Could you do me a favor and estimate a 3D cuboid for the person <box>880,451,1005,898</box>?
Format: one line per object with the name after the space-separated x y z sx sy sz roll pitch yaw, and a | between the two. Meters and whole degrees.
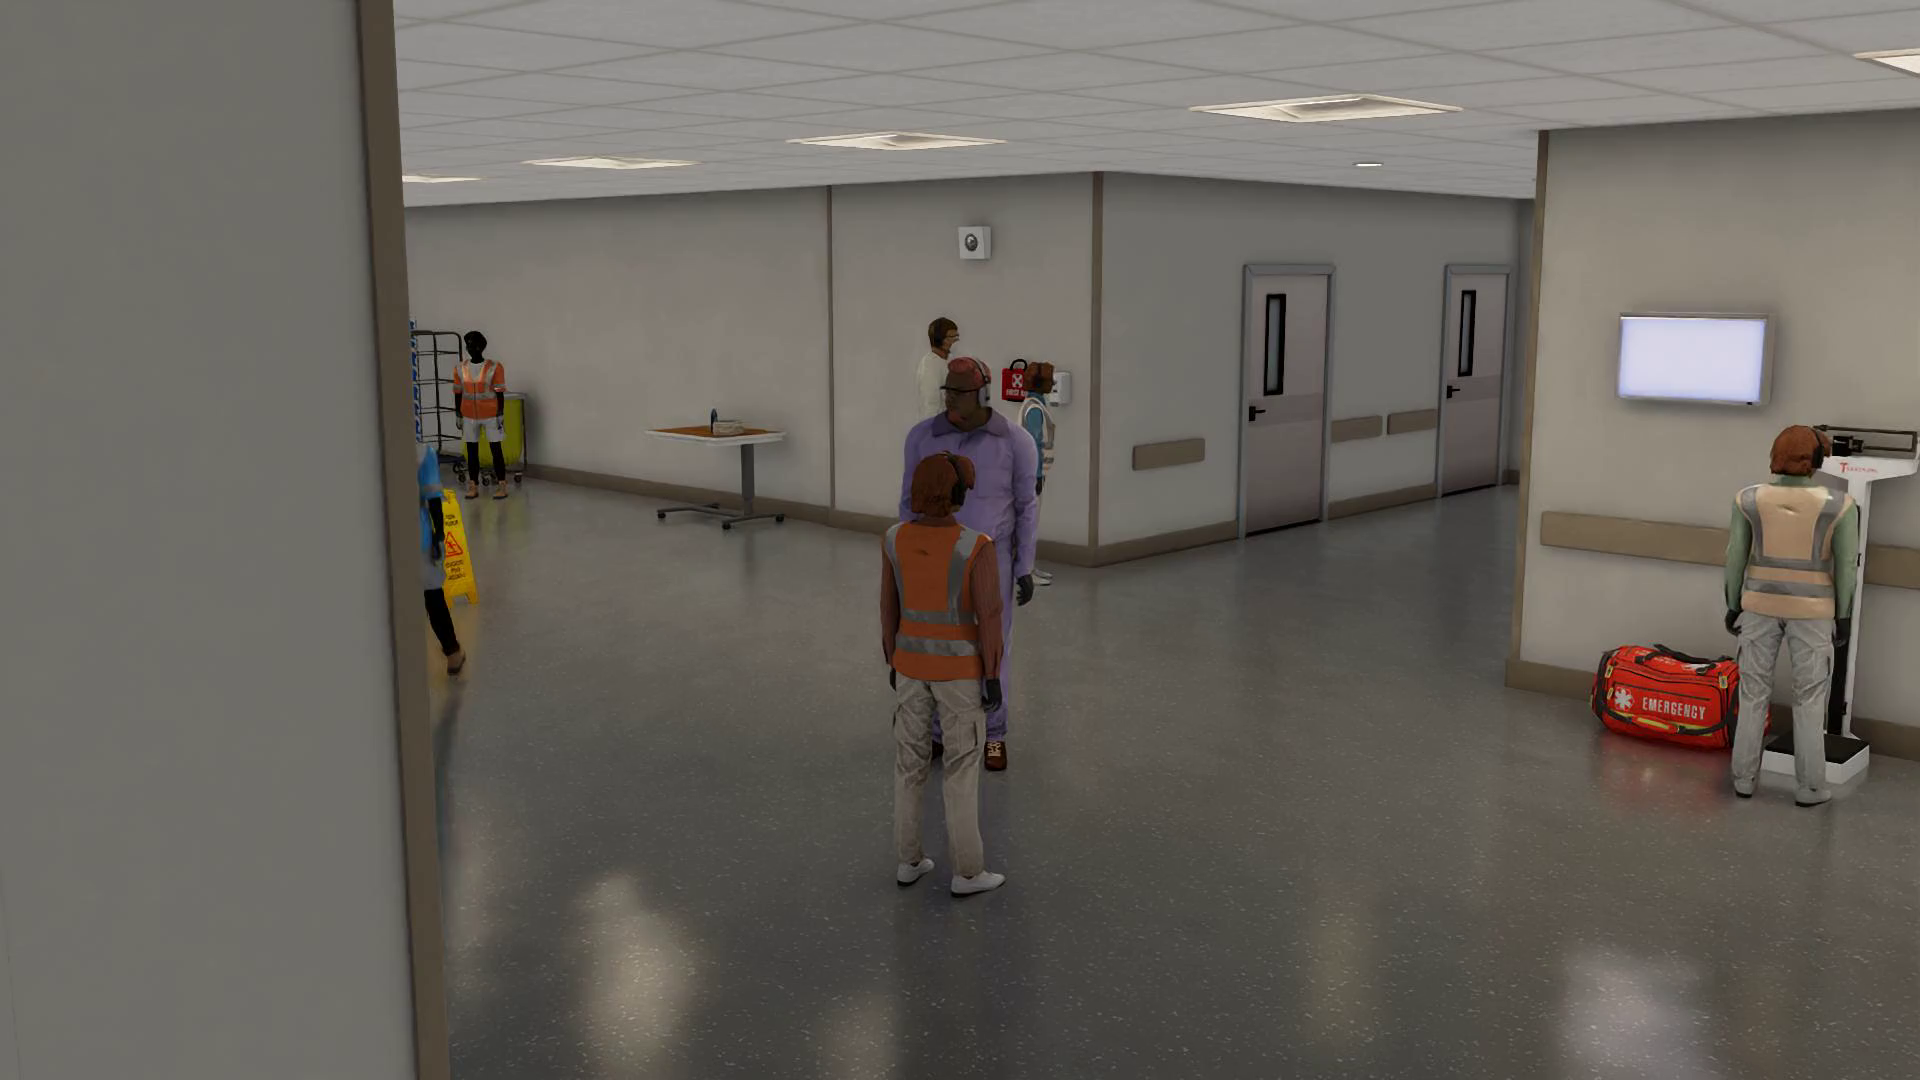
-0.068 0.494 6.109 0.517 1.641 0.308 6 11 32 | person

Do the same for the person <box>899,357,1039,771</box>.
0.029 0.115 7.635 0.642 1.905 0.401 2 9 11 | person

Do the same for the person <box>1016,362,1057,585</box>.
0.546 -0.485 12.145 0.317 1.629 0.508 0 9 1 | person

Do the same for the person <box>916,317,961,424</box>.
-0.160 -0.724 12.660 0.354 1.937 0.635 1 9 7 | person

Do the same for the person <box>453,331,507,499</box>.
-4.787 -1.241 16.606 0.536 1.689 0.324 0 9 3 | person

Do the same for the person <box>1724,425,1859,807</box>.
3.555 0.325 7.151 0.515 1.639 0.314 7 12 38 | person
